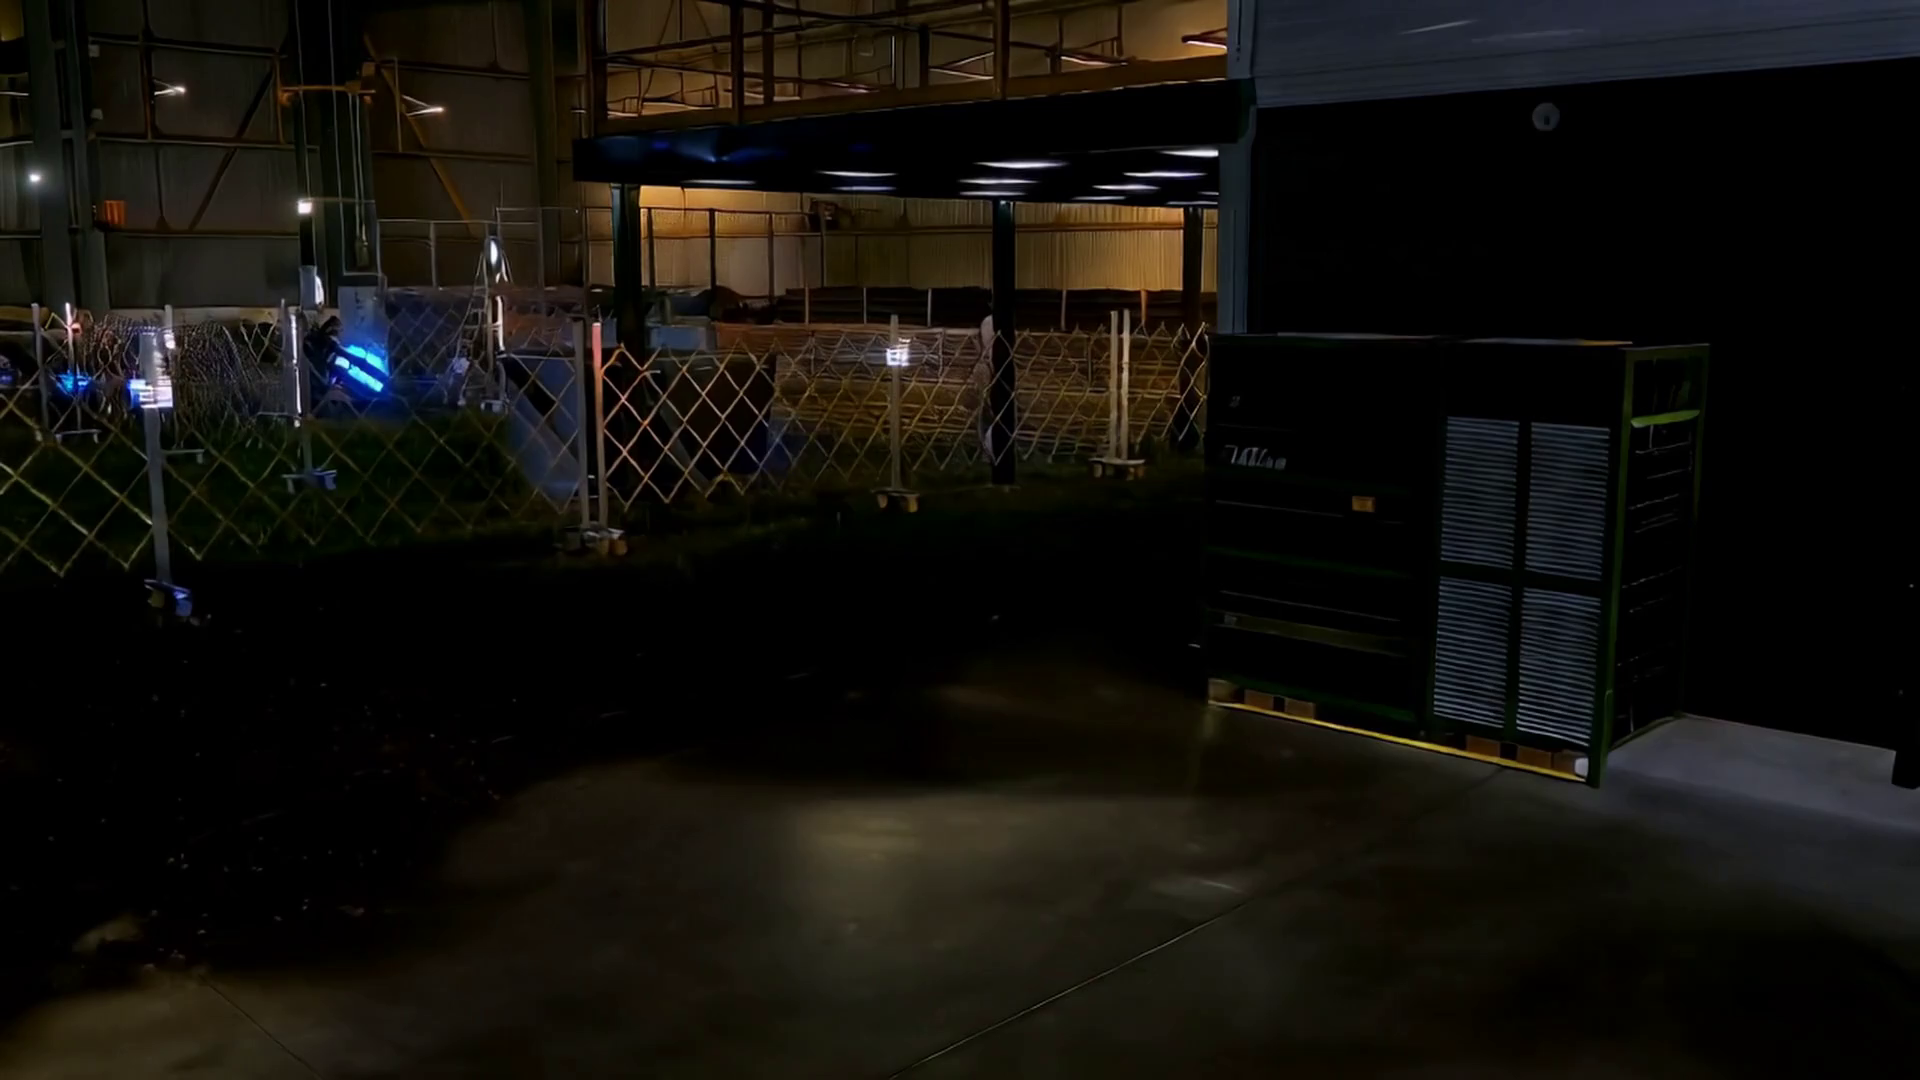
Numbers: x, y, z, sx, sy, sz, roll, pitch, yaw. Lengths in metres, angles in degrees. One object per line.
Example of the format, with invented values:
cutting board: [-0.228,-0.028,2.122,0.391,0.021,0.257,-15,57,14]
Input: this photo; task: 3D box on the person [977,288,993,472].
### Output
person: [0.353,-1.635,17.008,0.356,1.887,0.572,1,9,8]
